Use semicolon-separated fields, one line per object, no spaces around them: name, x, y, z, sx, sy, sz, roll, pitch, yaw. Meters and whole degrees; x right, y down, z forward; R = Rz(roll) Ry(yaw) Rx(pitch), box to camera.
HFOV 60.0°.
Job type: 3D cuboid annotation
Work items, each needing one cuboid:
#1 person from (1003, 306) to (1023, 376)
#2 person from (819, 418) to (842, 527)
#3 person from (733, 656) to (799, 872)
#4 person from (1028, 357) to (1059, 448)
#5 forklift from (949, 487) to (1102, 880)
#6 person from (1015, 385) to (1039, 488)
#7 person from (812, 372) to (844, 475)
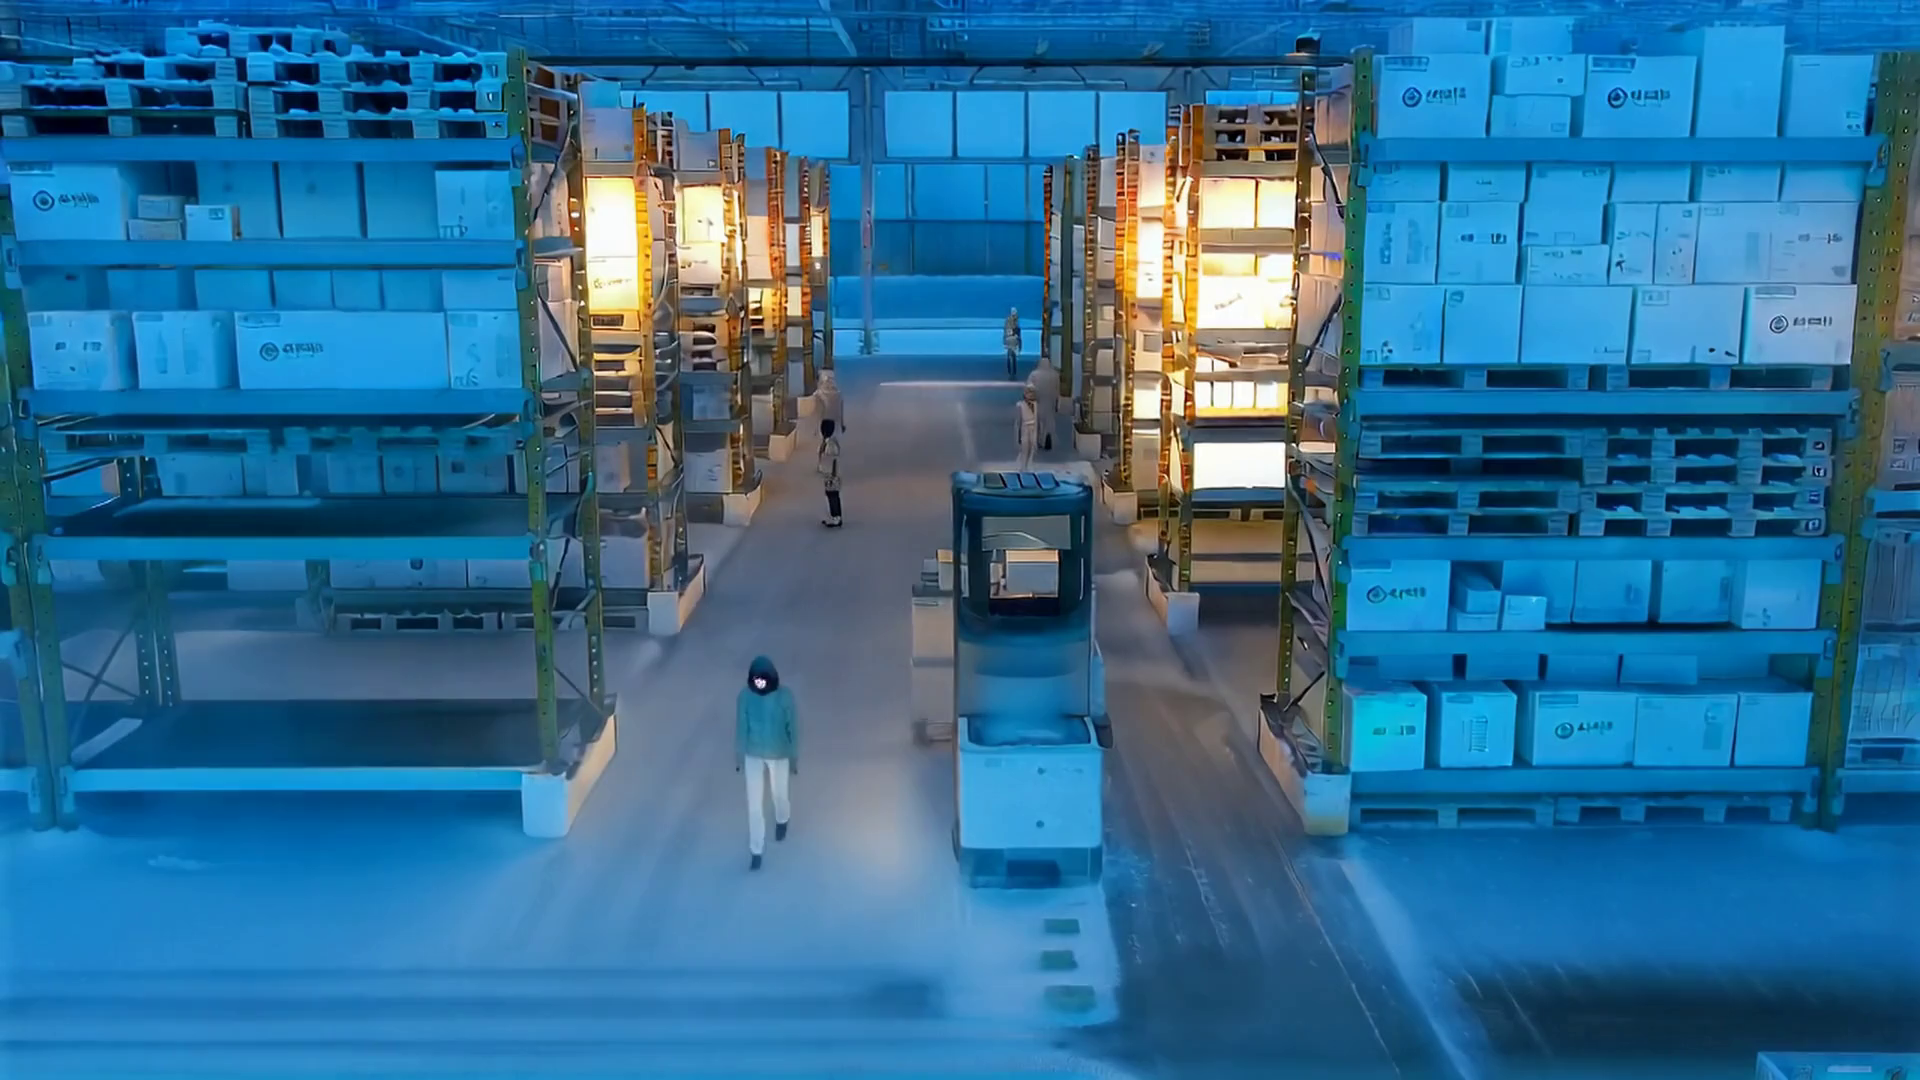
person;1.562;-5.845;48.753;0.615;2.041;0.392;4;12;19
person;-2.027;-1.050;25.860;0.320;1.692;0.530;-5;13;-24
person;-1.475;1.641;12.749;0.505;1.598;0.808;1;11;3
person;1.706;-2.811;34.129;0.656;1.886;0.738;-1;11;-3
forklift;0.495;0.986;12.813;1.129;2.768;1.873;0;11;-2
person;1.170;-1.805;29.218;0.395;1.847;0.564;8;14;35
person;-2.427;-2.161;30.840;0.651;1.905;0.403;-8;14;-35
